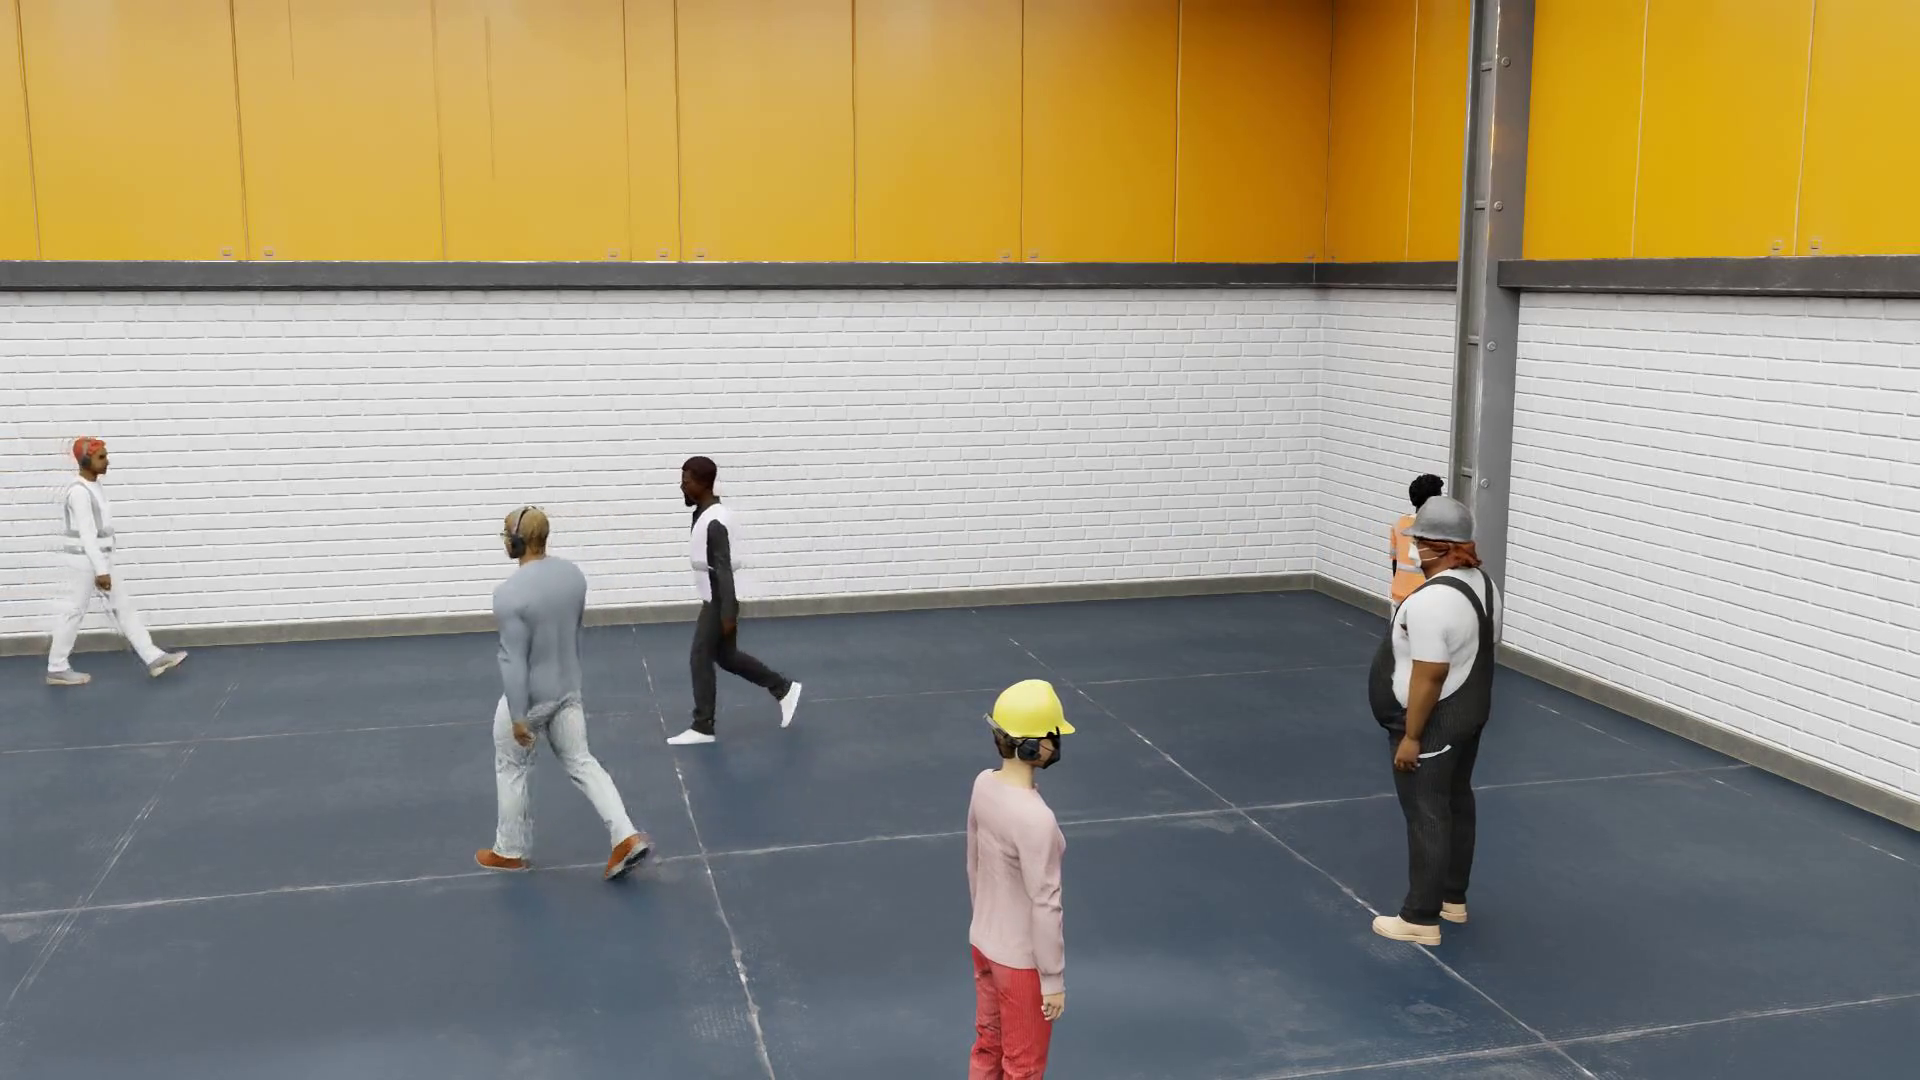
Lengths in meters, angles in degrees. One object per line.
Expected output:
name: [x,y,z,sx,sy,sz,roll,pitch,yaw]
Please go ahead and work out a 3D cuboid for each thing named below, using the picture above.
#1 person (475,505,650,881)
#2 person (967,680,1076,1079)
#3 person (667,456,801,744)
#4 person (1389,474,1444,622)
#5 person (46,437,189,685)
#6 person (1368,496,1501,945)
person: [-2.012,0.770,8.254,0.945,1.911,0.624,5,10,29]
person: [0.202,1.309,5.305,0.319,1.767,0.534,-4,10,-23]
person: [-1.469,0.381,10.765,0.831,1.890,0.609,-2,9,-13]
person: [3.095,0.396,11.212,0.316,1.696,0.540,-3,10,-19]
person: [-6.316,0.161,12.258,1.000,1.828,0.605,-2,9,-12]
person: [2.136,0.803,7.607,0.538,2.000,0.689,7,12,38]
